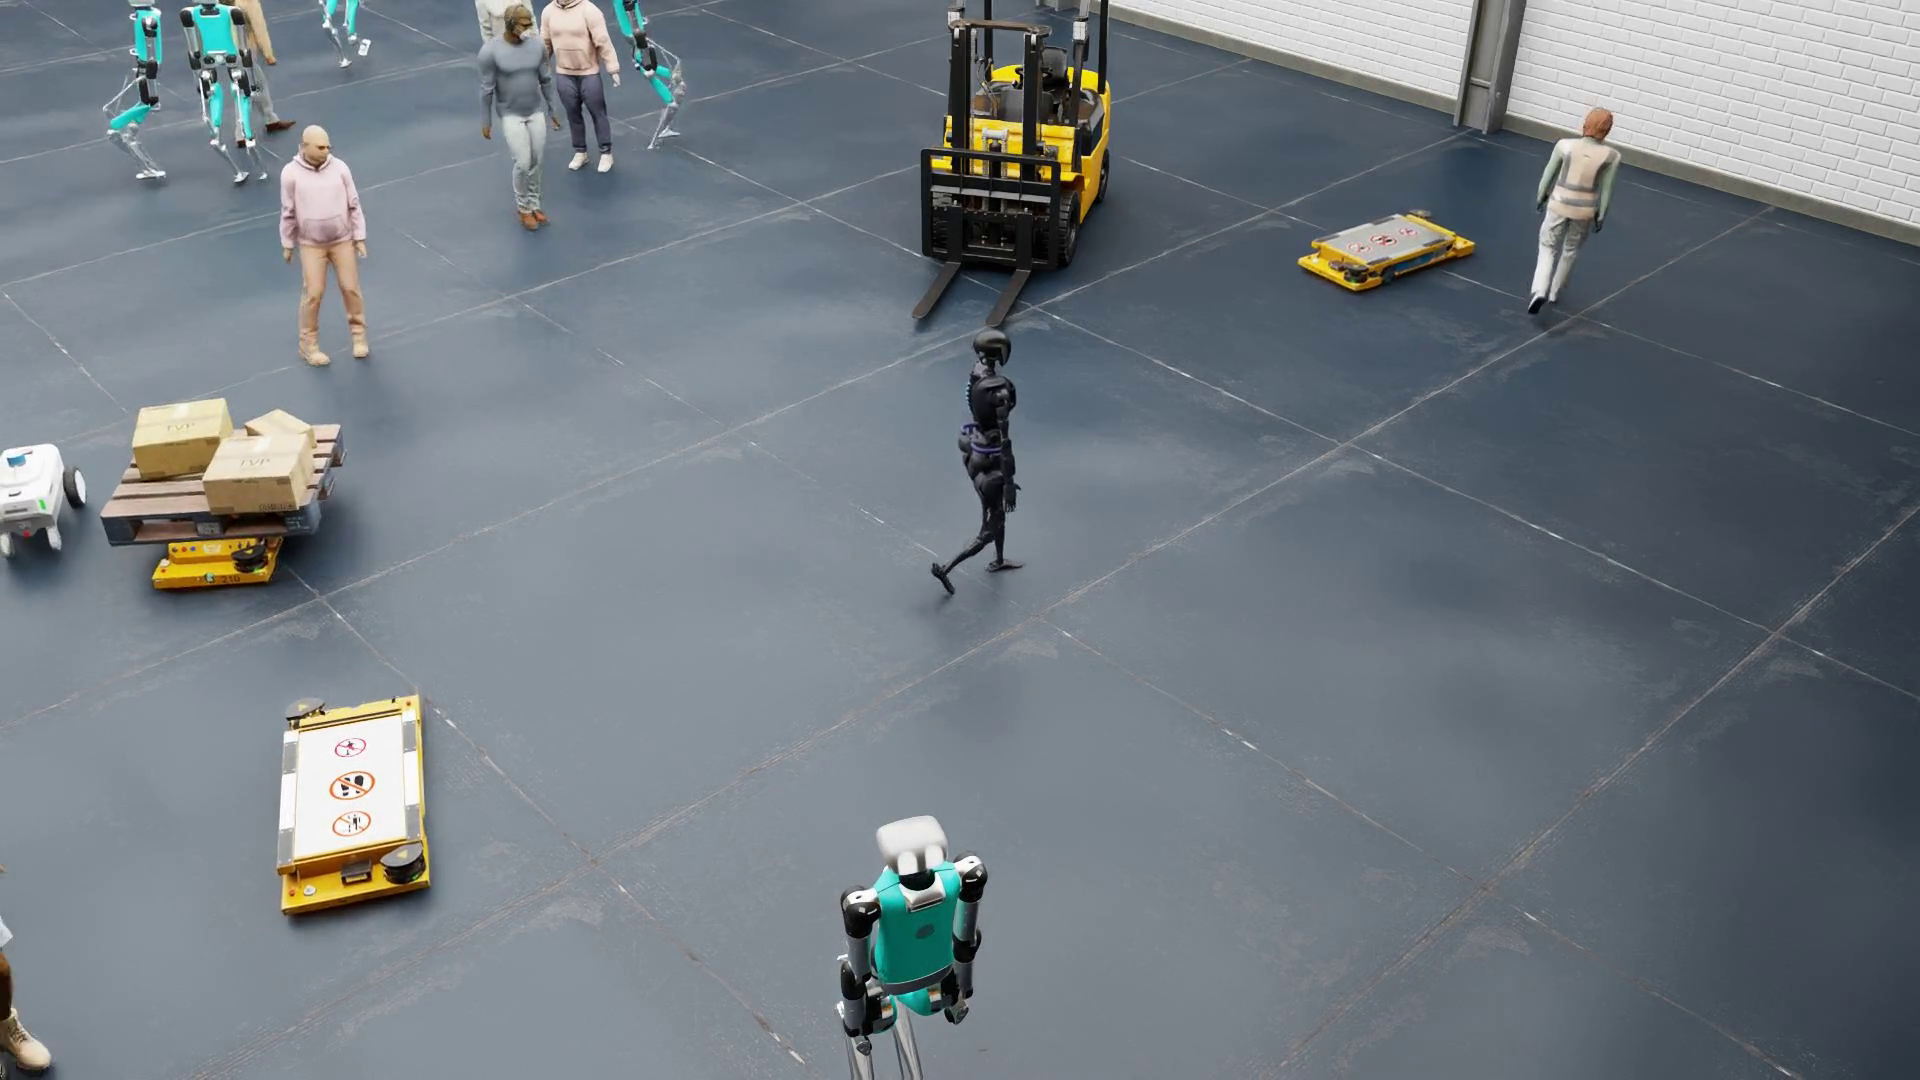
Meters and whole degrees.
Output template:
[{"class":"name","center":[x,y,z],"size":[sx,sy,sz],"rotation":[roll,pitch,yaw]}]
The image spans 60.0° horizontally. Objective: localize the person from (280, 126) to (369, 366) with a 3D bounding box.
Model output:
[{"class":"person","center":[-4.669,-2.169,12.144],"size":[0.653,1.754,0.445],"rotation":[-14,35,-20]}]

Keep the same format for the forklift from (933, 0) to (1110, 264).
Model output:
[{"class":"forklift","center":[0.570,-3.725,14.138],"size":[1.214,2.155,2.313],"rotation":[9,34,13]}]

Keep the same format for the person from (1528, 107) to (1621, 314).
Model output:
[{"class":"person","center":[4.690,-2.496,12.772],"size":[0.552,1.611,0.683],"rotation":[12,35,18]}]

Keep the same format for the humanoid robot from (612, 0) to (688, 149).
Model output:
[{"class":"humanoid robot","center":[-2.910,-4.625,15.947],"size":[0.755,1.782,0.530],"rotation":[-14,36,-21]}]

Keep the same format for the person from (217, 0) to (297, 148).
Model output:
[{"class":"person","center":[-6.862,-4.752,16.049],"size":[0.621,1.829,0.764],"rotation":[23,40,31]}]

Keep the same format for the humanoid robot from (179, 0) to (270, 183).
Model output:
[{"class":"humanoid robot","center":[-6.643,-4.040,15.027],"size":[0.542,1.790,0.670],"rotation":[-8,34,-12]}]

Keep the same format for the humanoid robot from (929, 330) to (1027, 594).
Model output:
[{"class":"humanoid robot","center":[0.100,-0.464,9.613],"size":[0.637,1.641,0.587],"rotation":[-11,35,-16]}]

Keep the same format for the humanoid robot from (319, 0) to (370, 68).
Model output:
[{"class":"humanoid robot","center":[-6.688,-5.913,17.909],"size":[0.547,1.732,1.020],"rotation":[-1,33,-2]}]

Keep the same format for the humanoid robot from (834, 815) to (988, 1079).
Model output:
[{"class":"humanoid robot","center":[-0.262,1.586,6.267],"size":[0.533,1.677,0.735],"rotation":[-14,36,-20]}]

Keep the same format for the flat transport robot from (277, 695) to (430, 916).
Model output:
[{"class":"flat transport robot","center":[-3.004,1.250,8.252],"size":[0.659,0.231,1.431],"rotation":[-9,34,-14]}]

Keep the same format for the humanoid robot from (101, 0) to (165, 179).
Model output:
[{"class":"humanoid robot","center":[-7.496,-4.030,15.053],"size":[0.827,1.788,0.546],"rotation":[-16,36,-23]}]

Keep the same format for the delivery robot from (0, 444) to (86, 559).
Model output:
[{"class":"delivery robot","center":[-5.796,-0.291,10.351],"size":[0.499,0.587,0.789],"rotation":[-10,34,-15]}]

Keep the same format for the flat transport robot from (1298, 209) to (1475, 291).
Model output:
[{"class":"flat transport robot","center":[3.576,-2.425,13.900],"size":[1.431,0.231,0.659],"rotation":[-21,38,-29]}]

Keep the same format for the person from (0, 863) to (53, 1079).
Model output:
[{"class":"person","center":[-4.011,1.400,6.425],"size":[0.569,2.013,0.651],"rotation":[24,40,32]}]

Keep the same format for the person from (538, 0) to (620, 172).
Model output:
[{"class":"person","center":[-3.534,-4.362,15.425],"size":[0.821,1.855,0.434],"rotation":[5,33,8]}]

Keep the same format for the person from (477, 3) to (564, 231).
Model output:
[{"class":"person","center":[-3.701,-3.584,14.177],"size":[0.686,1.907,0.539],"rotation":[-26,41,-34]}]

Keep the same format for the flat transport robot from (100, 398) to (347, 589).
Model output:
[{"class":"flat transport robot","center":[-4.541,-0.179,10.448],"size":[0.659,0.231,1.431],"rotation":[-3,33,-5]}]

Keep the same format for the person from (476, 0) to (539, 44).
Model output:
[{"class":"person","center":[-4.421,-4.870,16.309],"size":[0.563,1.728,0.696],"rotation":[-16,36,-23]}]
